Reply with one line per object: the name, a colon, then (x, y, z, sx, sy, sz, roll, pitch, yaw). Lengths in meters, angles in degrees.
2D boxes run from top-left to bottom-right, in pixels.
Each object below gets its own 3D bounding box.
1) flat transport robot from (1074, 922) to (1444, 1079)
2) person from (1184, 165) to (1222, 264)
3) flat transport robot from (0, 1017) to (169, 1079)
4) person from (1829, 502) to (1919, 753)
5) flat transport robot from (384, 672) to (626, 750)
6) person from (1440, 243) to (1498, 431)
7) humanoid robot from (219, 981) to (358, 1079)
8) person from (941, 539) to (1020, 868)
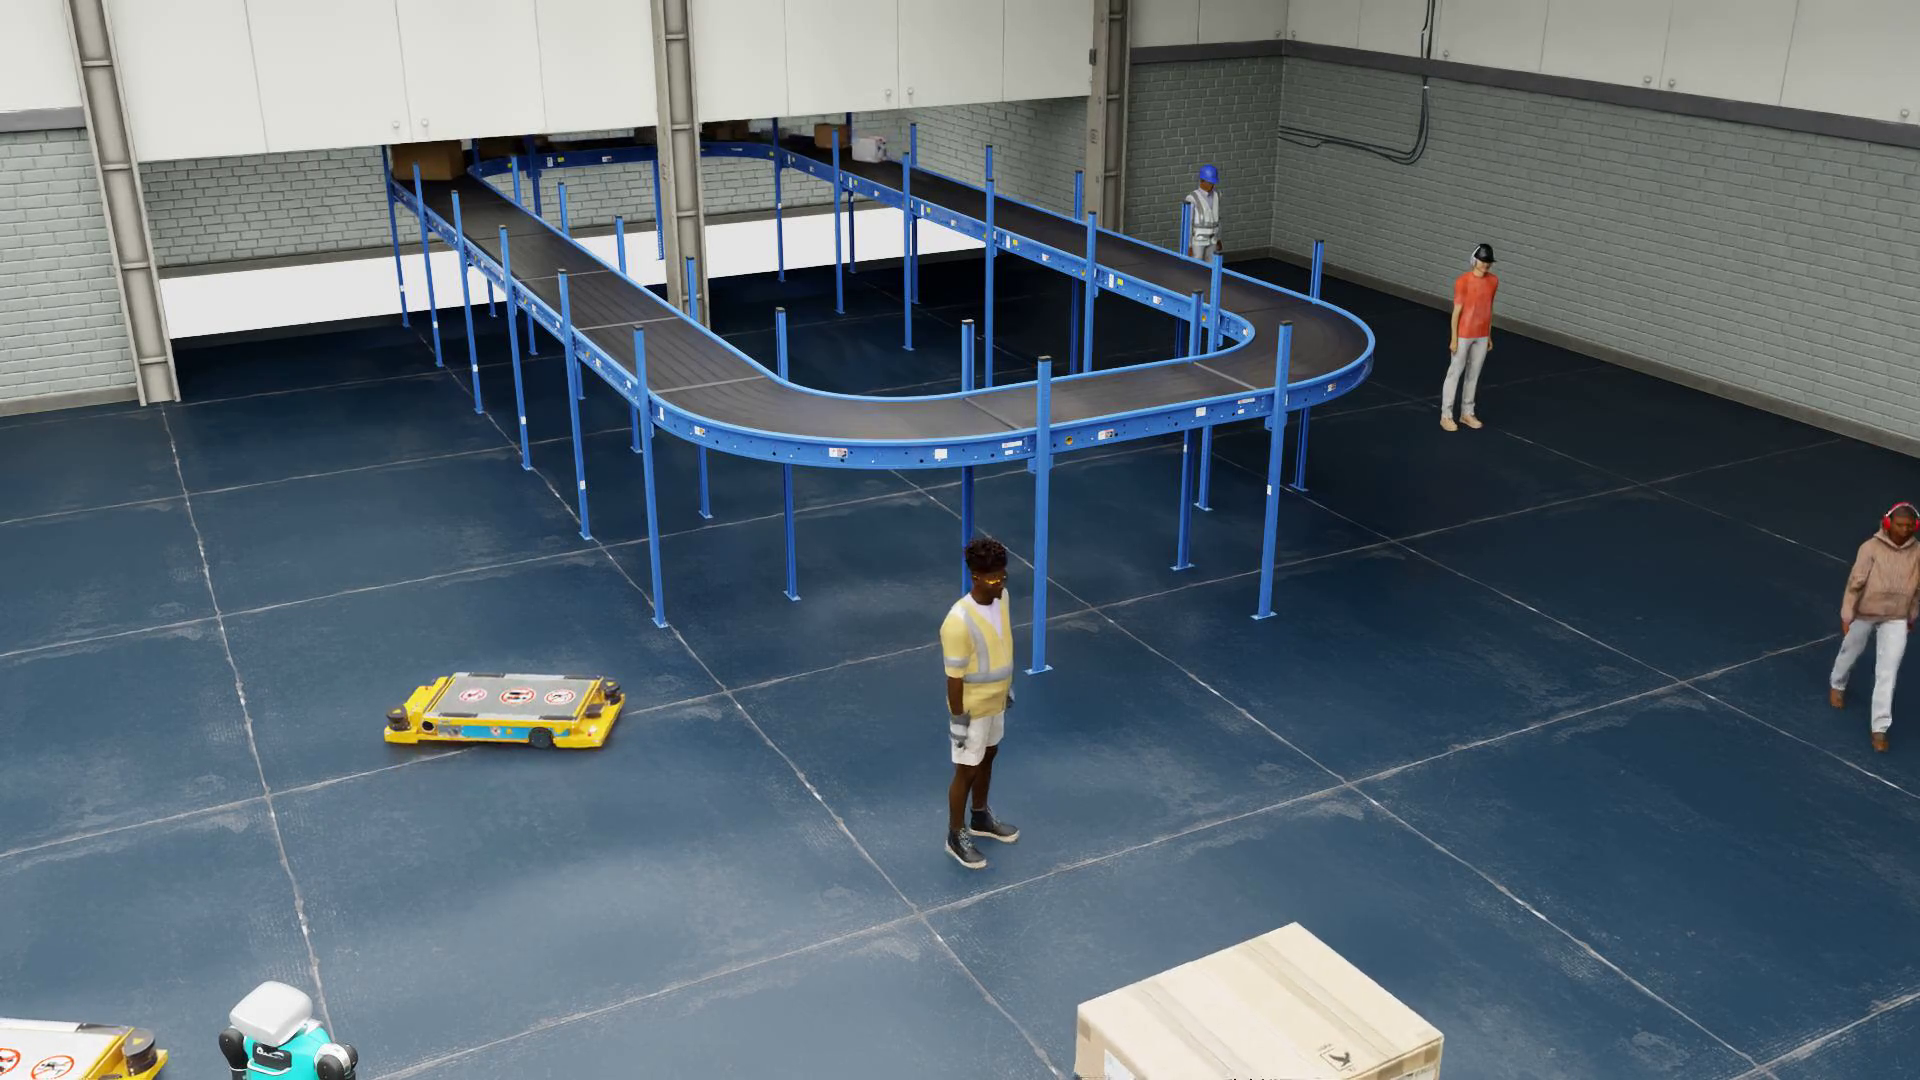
flat transport robot: (1.255, 2.648, 7.331, 0.659, 0.231, 1.431, -12, 25, -28)
person: (3.071, -3.770, 20.985, 0.617, 1.932, 0.415, -17, 27, -36)
flat transport robot: (-4.518, 2.507, 7.678, 1.431, 0.231, 0.659, 2, 22, 5)
person: (6.008, 0.486, 10.882, 0.487, 1.603, 0.876, 6, 23, 14)
flat transport robot: (-3.014, 1.135, 11.069, 1.431, 0.231, 0.659, 1, 22, 3)
person: (5.165, -2.033, 16.716, 0.480, 1.909, 0.414, -7, 23, -18)
humanoid robot: (-2.412, 2.411, 5.779, 0.533, 1.677, 0.735, 8, 23, 19)
person: (0.121, 0.896, 9.405, 0.367, 1.964, 0.648, 11, 25, 26)
